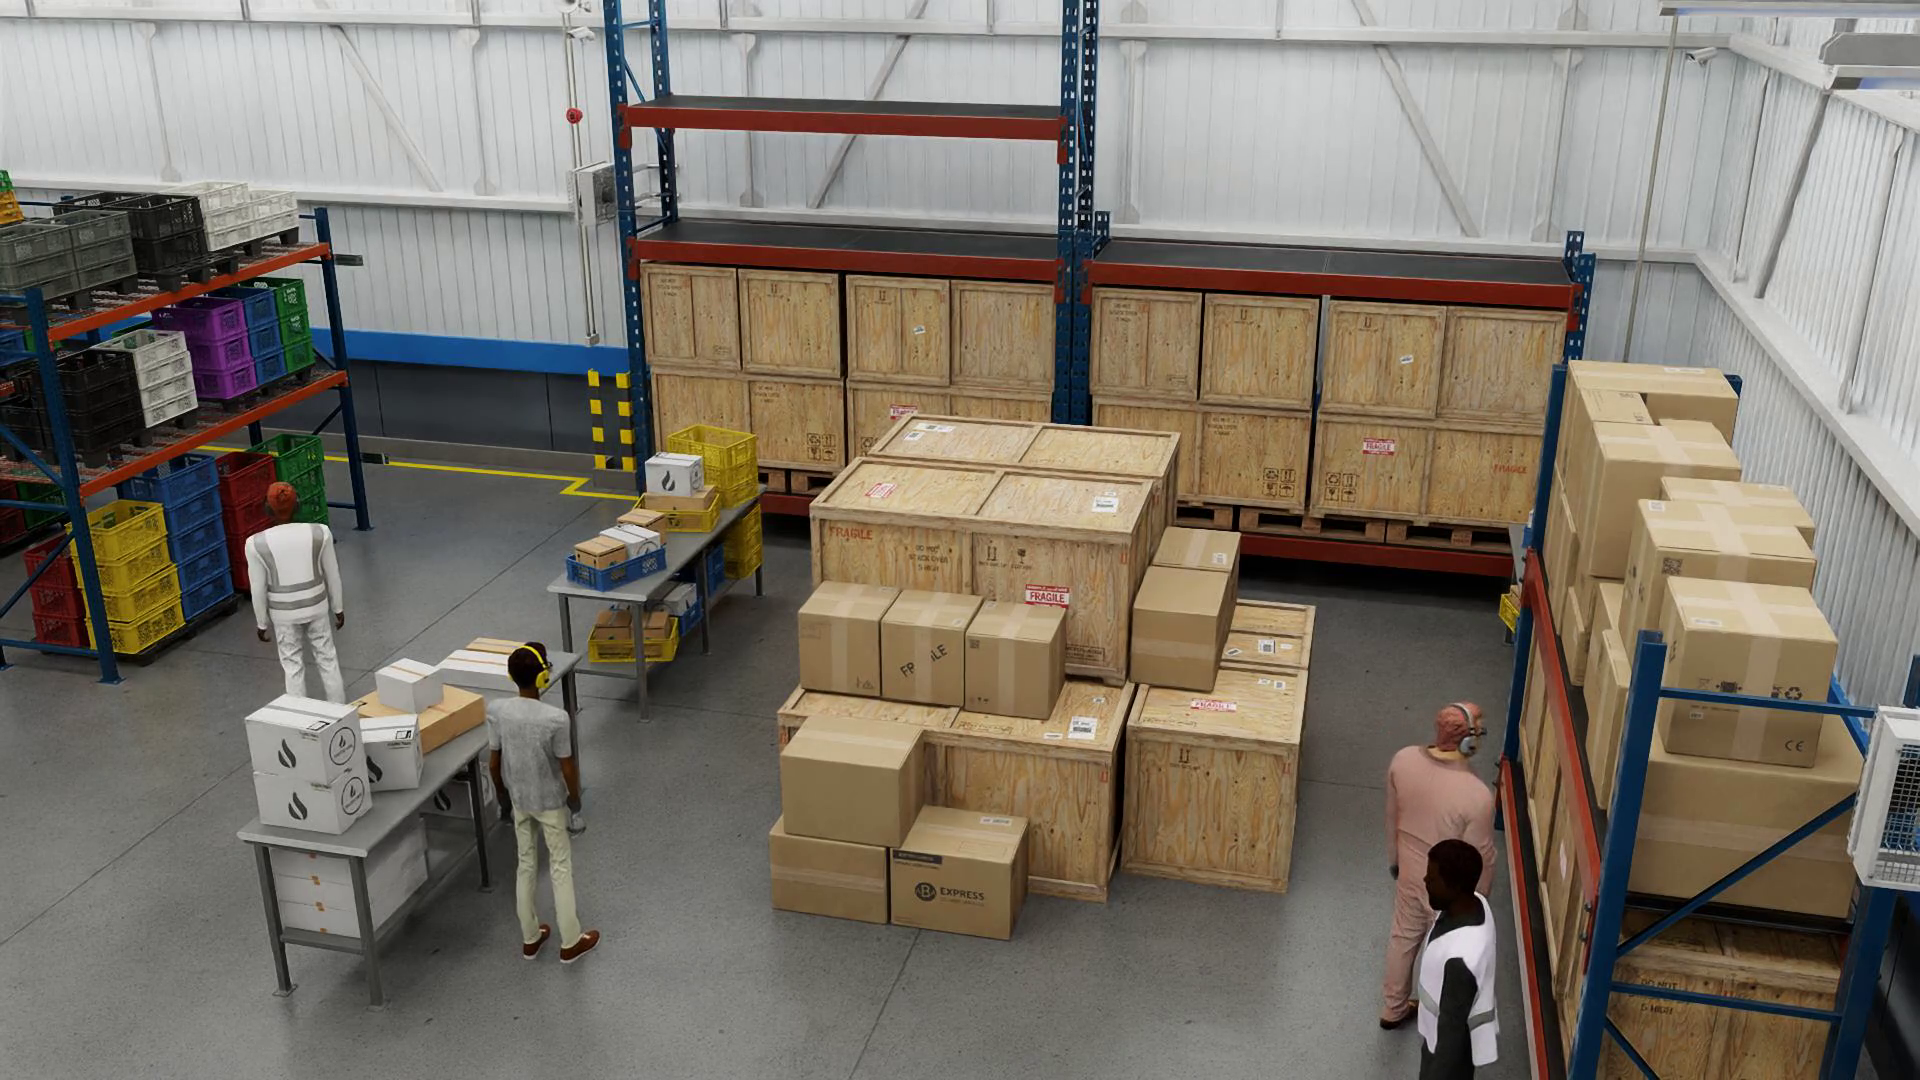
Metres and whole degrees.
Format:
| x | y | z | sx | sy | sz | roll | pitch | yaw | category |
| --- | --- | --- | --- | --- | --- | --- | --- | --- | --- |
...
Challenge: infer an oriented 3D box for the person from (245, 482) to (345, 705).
| x | y | z | sx | sy | sz | roll | pitch | yaw | category |
| --- | --- | --- | --- | --- | --- | --- | --- | --- | --- |
| -4.542 | 0.505 | 11.443 | 0.584 | 1.882 | 0.337 | -12 | 24 | -29 | person |

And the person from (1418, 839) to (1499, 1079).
| x | y | z | sx | sy | sz | roll | pitch | yaw | category |
| --- | --- | --- | --- | --- | --- | --- | --- | --- | --- |
| 2.098 | 2.145 | 7.130 | 0.401 | 1.906 | 0.598 | 6 | 22 | 16 | person |

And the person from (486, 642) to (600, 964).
| x | y | z | sx | sy | sz | roll | pitch | yaw | category |
| --- | --- | --- | --- | --- | --- | --- | --- | --- | --- |
| -2.287 | 1.428 | 9.048 | 0.516 | 1.871 | 0.325 | 6 | 22 | 15 | person |

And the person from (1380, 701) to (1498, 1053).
| x | y | z | sx | sy | sz | roll | pitch | yaw | category |
| --- | --- | --- | --- | --- | --- | --- | --- | --- | --- |
| 2.415 | 1.682 | 8.333 | 0.403 | 1.906 | 0.651 | -12 | 24 | -29 | person |
